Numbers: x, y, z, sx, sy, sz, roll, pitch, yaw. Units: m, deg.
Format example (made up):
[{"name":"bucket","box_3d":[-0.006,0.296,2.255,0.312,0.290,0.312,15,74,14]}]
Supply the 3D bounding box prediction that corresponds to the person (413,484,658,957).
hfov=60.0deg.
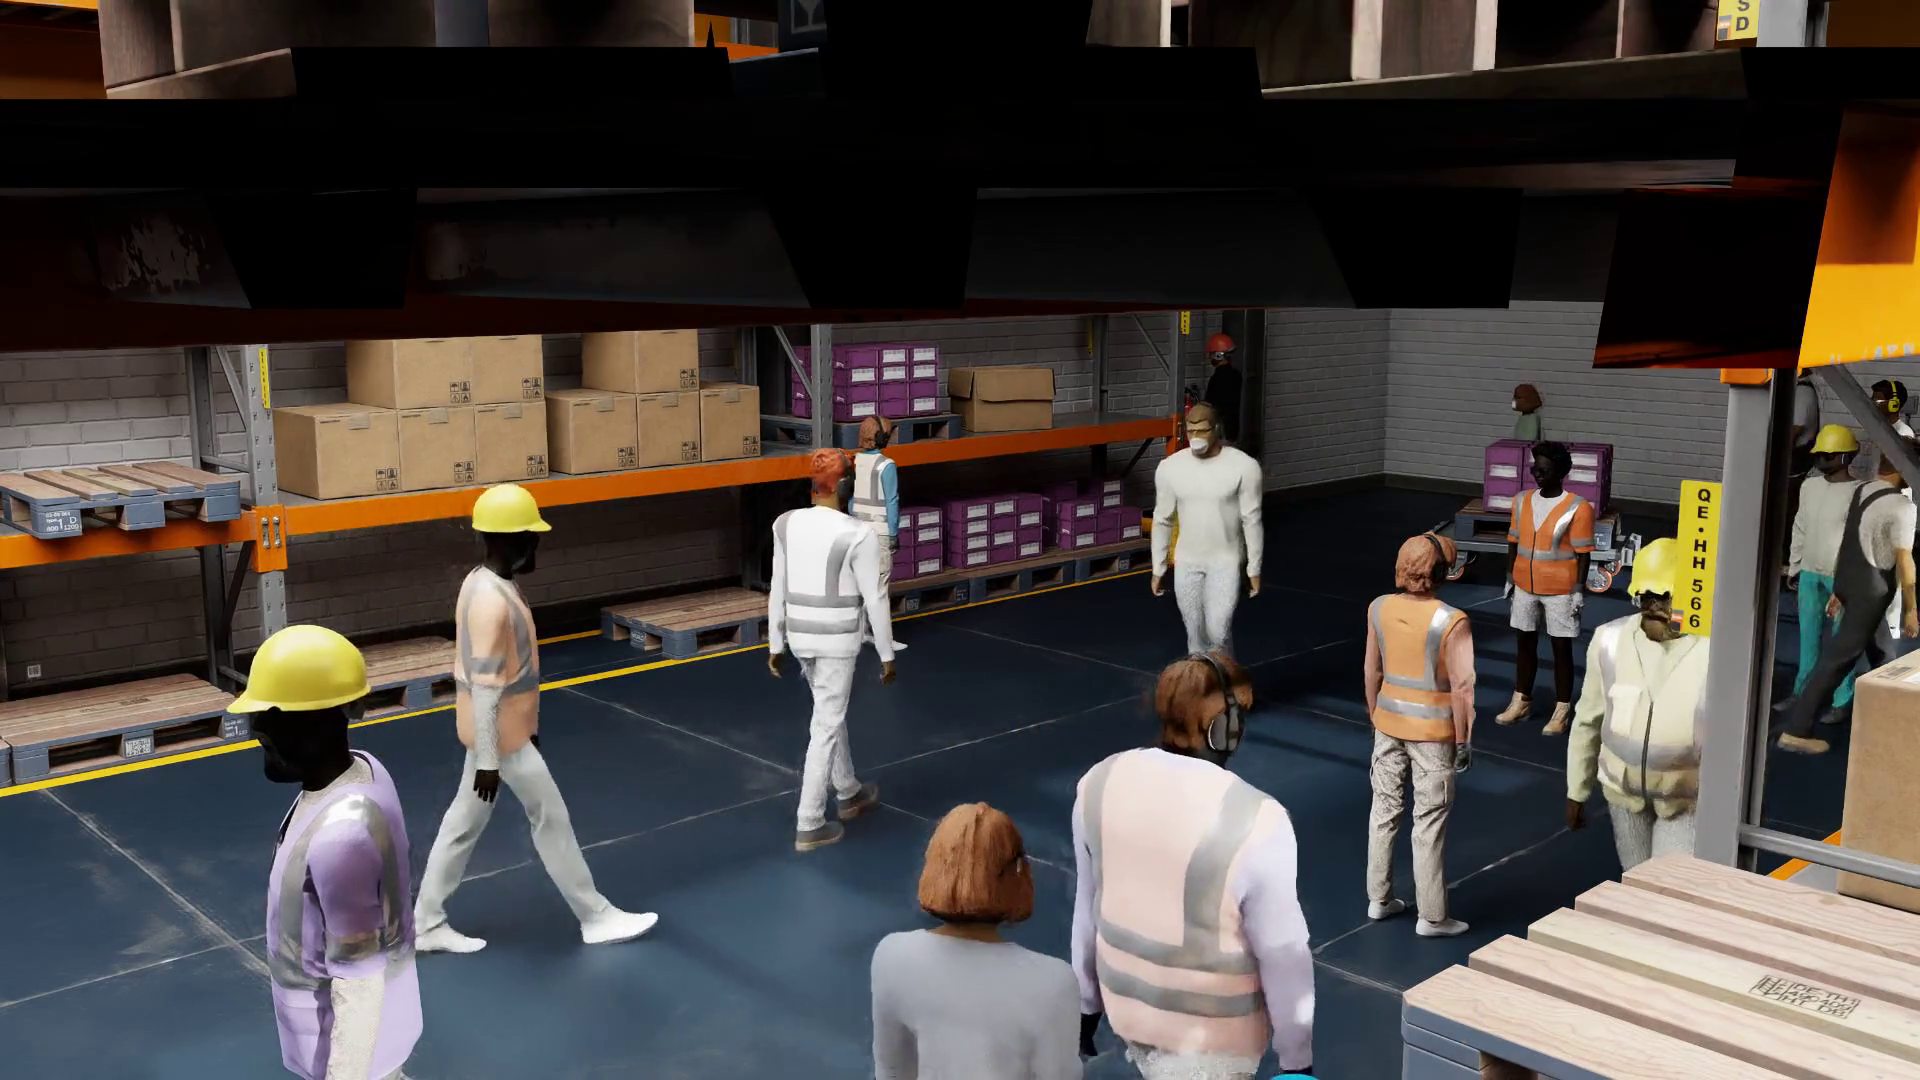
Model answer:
[{"name":"person","box_3d":[-1.735,0.710,6.469,0.980,1.871,0.604,-3,10,-17]}]

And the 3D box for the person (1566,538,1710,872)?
[{"name":"person","box_3d":[2.370,0.884,5.722,0.607,1.779,0.918,9,13,42]}]

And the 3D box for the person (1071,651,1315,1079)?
[{"name":"person","box_3d":[0.538,1.162,4.063,0.956,1.802,0.644,-9,13,-41]}]

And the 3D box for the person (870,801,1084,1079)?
[{"name":"person","box_3d":[0.016,1.352,3.446,0.520,1.614,0.457,6,12,33]}]

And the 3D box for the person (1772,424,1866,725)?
[{"name":"person","box_3d":[5.095,0.200,9.774,0.327,1.767,0.533,-4,11,-23]}]

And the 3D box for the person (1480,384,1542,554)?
[{"name":"person","box_3d":[5.056,-0.612,15.054,0.880,1.583,0.518,1,10,3]}]

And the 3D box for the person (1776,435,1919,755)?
[{"name":"person","box_3d":[4.970,0.320,9.035,0.969,1.775,0.514,1,10,5]}]

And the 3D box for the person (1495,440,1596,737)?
[{"name":"person","box_3d":[3.360,0.273,9.544,0.319,1.695,0.538,-7,12,-37]}]

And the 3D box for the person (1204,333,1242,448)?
[{"name":"person","box_3d":[2.552,-1.027,16.282,0.376,1.996,0.612,5,11,28]}]

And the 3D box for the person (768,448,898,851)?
[{"name":"person","box_3d":[-0.545,0.484,7.854,0.602,1.848,0.866,7,12,35]}]

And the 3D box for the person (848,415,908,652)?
[{"name":"person","box_3d":[-0.599,-0.043,11.562,0.314,1.641,0.515,-8,12,-39]}]

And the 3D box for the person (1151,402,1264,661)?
[{"name":"person","box_3d":[1.398,0.162,9.547,0.652,1.914,0.509,5,11,26]}]

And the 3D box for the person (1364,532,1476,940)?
[{"name":"person","box_3d":[1.846,0.784,6.716,0.310,1.642,0.514,-7,12,-36]}]

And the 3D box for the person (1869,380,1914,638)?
[{"name":"person","box_3d":[6.654,-0.220,11.970,0.323,1.862,0.510,3,10,16]}]

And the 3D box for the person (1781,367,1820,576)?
[{"name":"person","box_3d":[7.048,-0.704,14.260,0.535,2.000,0.709,4,11,24]}]

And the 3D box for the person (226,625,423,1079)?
[{"name":"person","box_3d":[-1.420,1.137,3.809,0.361,1.930,0.587,-4,10,-22]}]
